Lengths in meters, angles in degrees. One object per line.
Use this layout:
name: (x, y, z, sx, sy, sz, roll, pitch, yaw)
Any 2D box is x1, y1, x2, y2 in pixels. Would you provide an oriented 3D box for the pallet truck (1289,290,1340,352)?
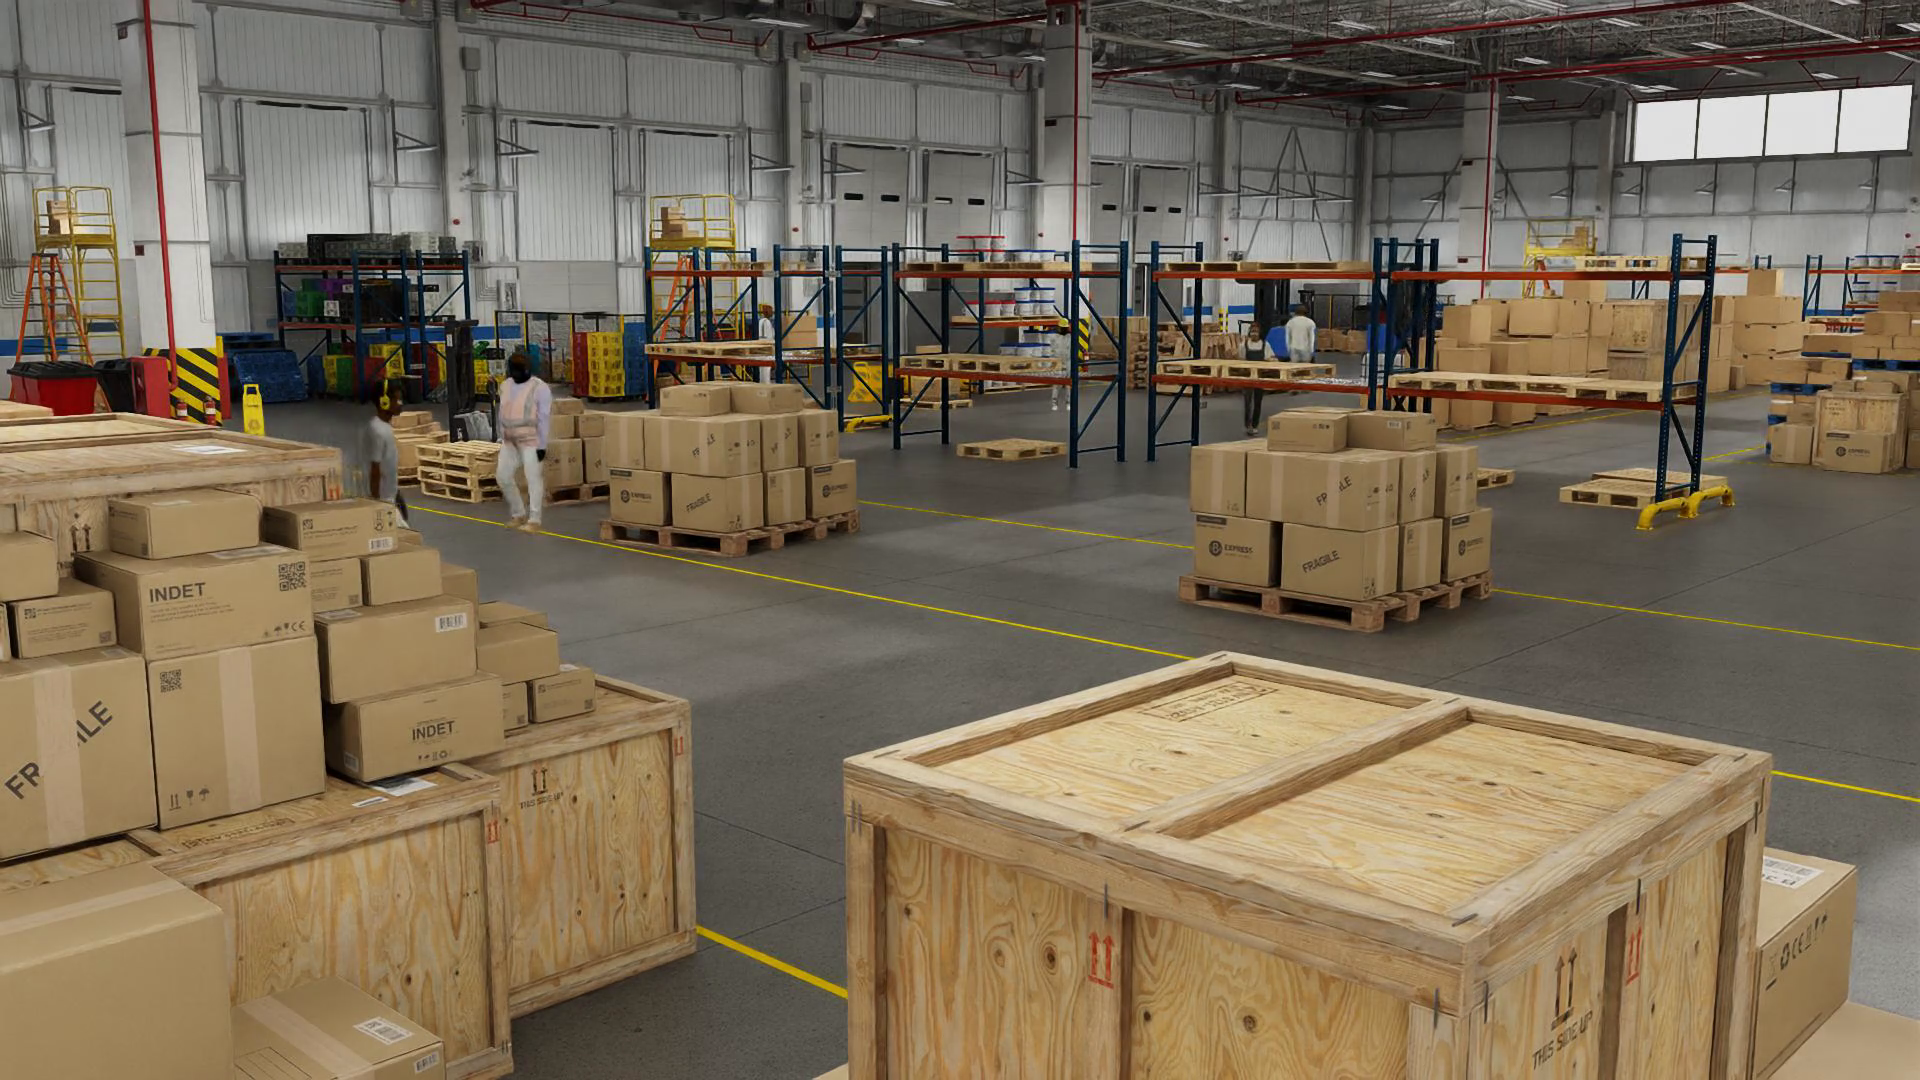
pallet truck: (11.297, -6.951, 52.861, 1.885, 1.965, 0.823, -5, 11, -29)

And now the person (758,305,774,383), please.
person: (-4.172, -4.125, 35.888, 0.362, 1.883, 0.575, -4, 10, -23)

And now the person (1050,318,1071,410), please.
person: (1.937, -3.301, 31.291, 0.484, 1.737, 0.324, 1, 9, 5)

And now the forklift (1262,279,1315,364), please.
forklift: (8.557, -6.090, 44.881, 1.873, 2.768, 1.129, 9, 13, 43)

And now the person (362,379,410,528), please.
person: (-4.161, -0.269, 12.339, 0.717, 1.844, 0.548, -3, 10, -18)

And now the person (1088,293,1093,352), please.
person: (3.920, -6.661, 51.315, 0.550, 1.929, 0.386, -9, 13, -43)

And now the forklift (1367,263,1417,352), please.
forklift: (12.546, -6.399, 46.778, 1.129, 2.768, 1.873, -9, 13, -44)

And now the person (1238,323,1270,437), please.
person: (4.689, -2.552, 26.521, 0.510, 1.799, 0.970, 1, 9, 3)

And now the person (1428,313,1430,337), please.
person: (13.471, -5.991, 48.070, 0.308, 1.641, 0.517, -5, 11, -29)

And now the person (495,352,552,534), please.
person: (-4.390, -0.961, 16.652, 0.661, 1.827, 0.502, 4, 10, 25)

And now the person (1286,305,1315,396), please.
person: (7.224, -4.012, 35.136, 0.639, 1.888, 1.016, 5, 10, 28)

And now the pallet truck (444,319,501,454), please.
pallet truck: (-6.981, -1.942, 22.150, 1.885, 1.965, 0.823, 1, 9, 9)
